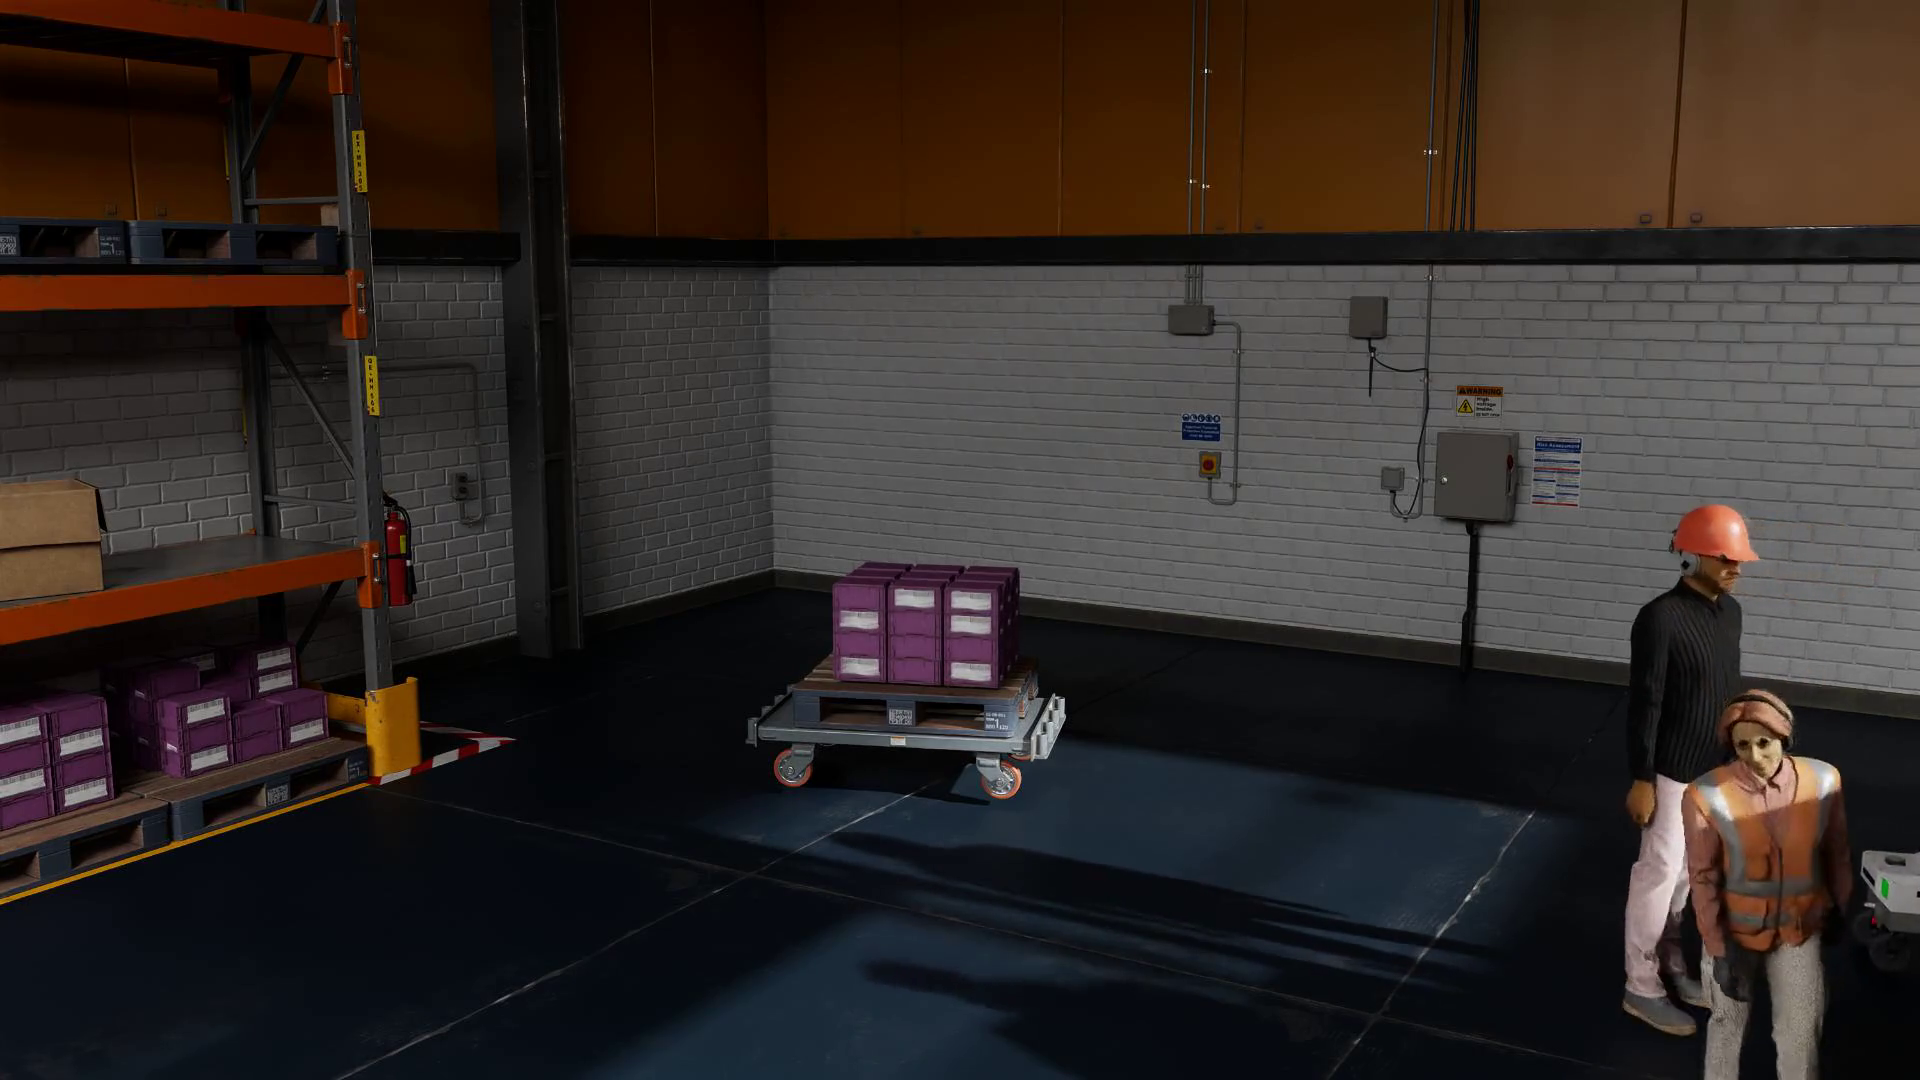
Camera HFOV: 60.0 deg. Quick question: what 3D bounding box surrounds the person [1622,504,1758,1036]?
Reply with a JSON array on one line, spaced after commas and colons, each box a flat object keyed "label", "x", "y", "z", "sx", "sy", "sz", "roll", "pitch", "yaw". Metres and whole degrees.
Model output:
[{"label": "person", "x": 2.758, "y": 0.843, "z": 6.309, "sx": 0.624, "sy": 1.989, "sz": 0.400, "roll": -7, "pitch": 12, "yaw": -38}]

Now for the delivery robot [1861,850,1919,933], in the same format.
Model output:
[{"label": "delivery robot", "x": 4.085, "y": 1.435, "z": 6.781, "sx": 0.707, "sy": 0.478, "sz": 0.477, "roll": 2, "pitch": 10, "yaw": 15}]

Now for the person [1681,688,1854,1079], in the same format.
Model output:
[{"label": "person", "x": 2.480, "y": 1.235, "z": 5.097, "sx": 0.567, "sy": 1.593, "sz": 0.720, "roll": 1, "pitch": 9, "yaw": 6}]
